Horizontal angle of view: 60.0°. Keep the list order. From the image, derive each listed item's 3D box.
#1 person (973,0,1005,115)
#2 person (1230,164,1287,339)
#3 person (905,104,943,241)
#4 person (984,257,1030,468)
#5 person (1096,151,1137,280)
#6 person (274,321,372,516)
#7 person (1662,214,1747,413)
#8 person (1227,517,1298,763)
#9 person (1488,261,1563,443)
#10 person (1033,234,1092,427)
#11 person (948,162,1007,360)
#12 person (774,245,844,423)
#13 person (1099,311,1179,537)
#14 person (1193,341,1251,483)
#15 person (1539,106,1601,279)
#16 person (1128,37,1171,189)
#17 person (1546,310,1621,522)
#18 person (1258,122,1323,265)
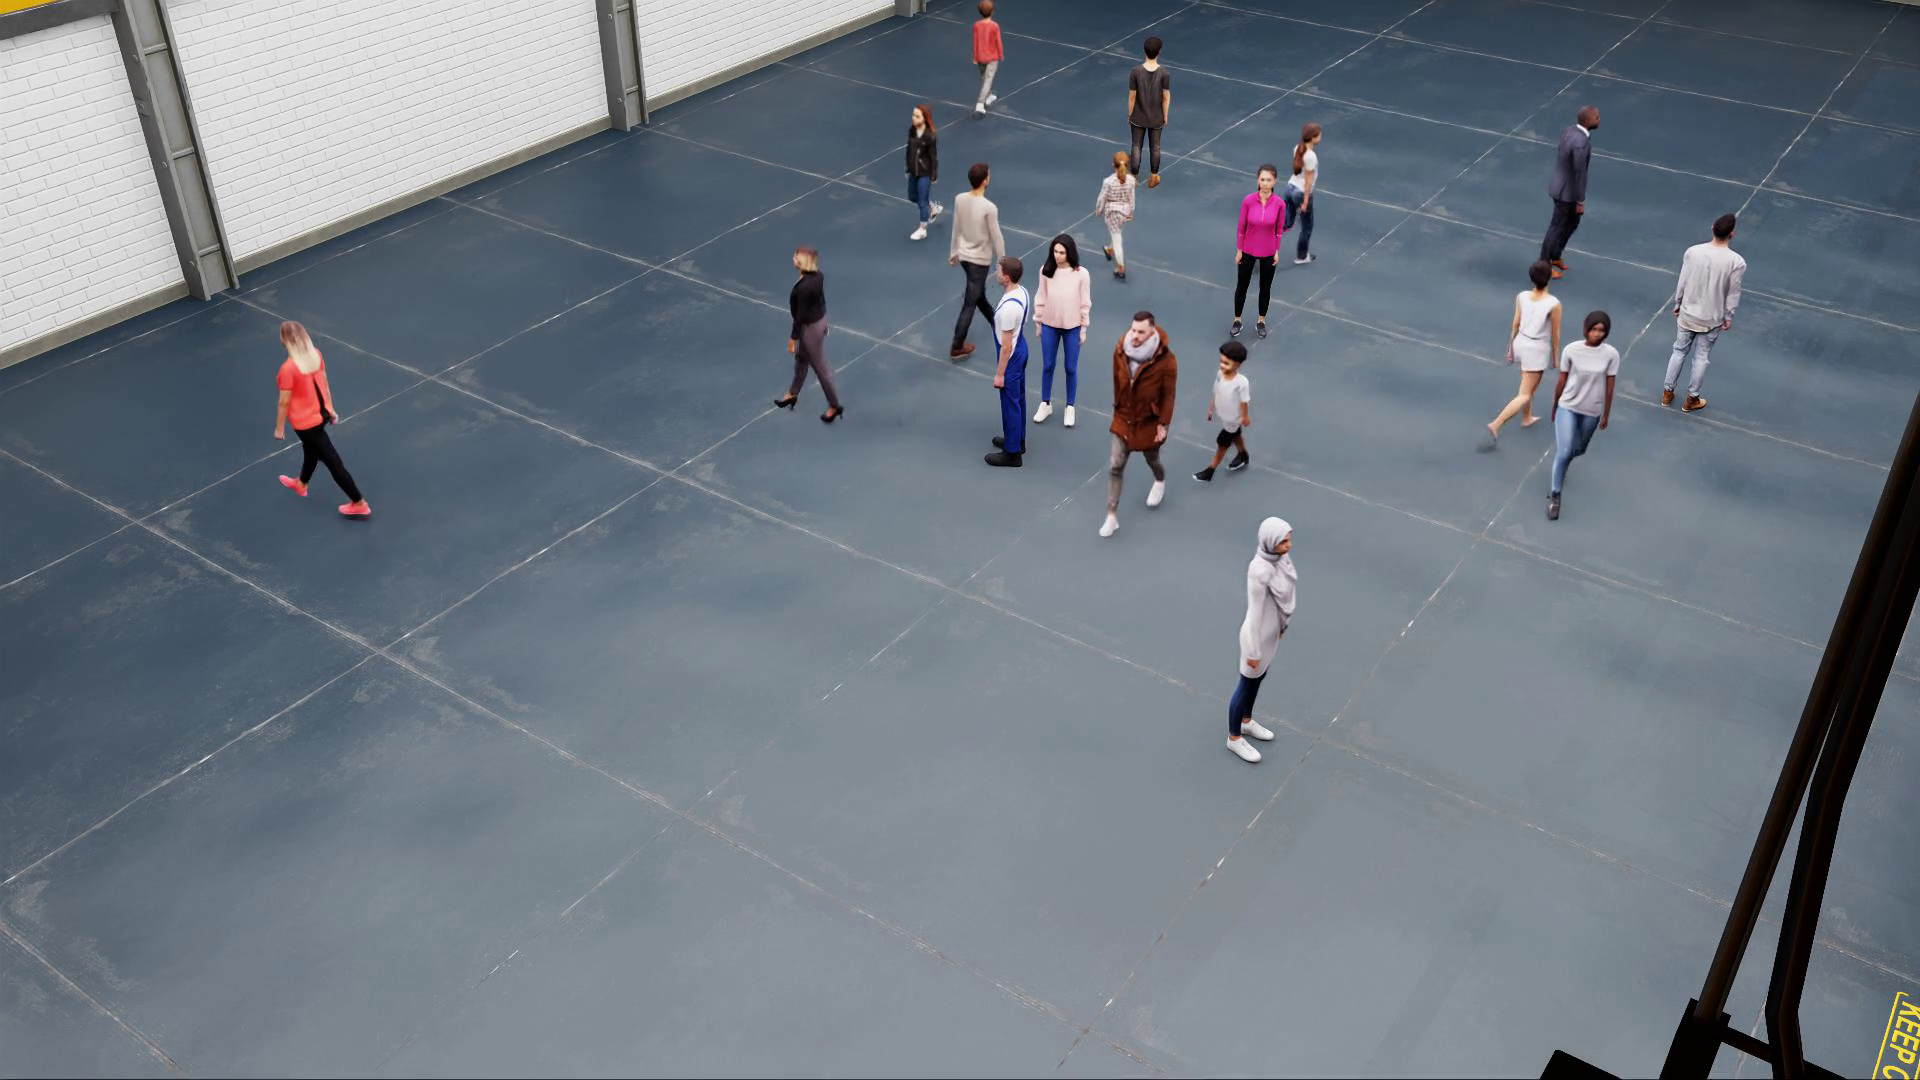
[{"bbox_3d":[0.323,-6.102,21.098,0.593,1.393,0.965,16,37,23],"label":"person"},{"bbox_3d":[2.829,-2.743,15.768,0.681,1.699,0.712,4,34,6],"label":"person"},{"bbox_3d":[-0.364,-3.969,17.817,0.795,1.472,0.643,-28,43,-36],"label":"person"},{"bbox_3d":[0.425,-1.483,13.736,0.753,1.850,0.613,10,35,14],"label":"person"},{"bbox_3d":[1.624,-3.295,16.986,0.934,1.269,0.933,-10,35,-14],"label":"person"},{"bbox_3d":[-4.989,-0.900,13.044,0.940,1.646,1.121,8,34,11],"label":"person"},{"bbox_3d":[6.480,-1.988,14.503,0.696,1.841,0.584,25,41,32],"label":"person"},{"bbox_3d":[1.927,0.610,10.655,0.684,1.775,0.484,19,38,26],"label":"person"},{"bbox_3d":[4.791,-1.567,14.095,1.081,1.591,0.822,-20,39,-27],"label":"person"},{"bbox_3d":[0.880,-1.818,14.313,0.713,1.768,0.661,9,35,13],"label":"person"},{"bbox_3d":[0.084,-2.531,15.348,0.797,1.811,1.217,28,42,35],"label":"person"},{"bbox_3d":[-1.178,-1.734,14.296,0.886,1.648,0.933,7,34,10],"label":"person"},{"bbox_3d":[1.449,-0.955,12.988,0.824,1.798,1.208,15,37,22],"label":"person"},{"bbox_3d":[2.275,-1.071,13.687,0.936,1.218,0.676,-22,40,-30],"label":"person"},{"bbox_3d":[6.060,-3.511,16.825,0.872,1.809,0.747,5,34,8],"label":"person"},{"bbox_3d":[2.143,-4.868,18.949,0.704,1.717,0.706,5,34,7],"label":"person"},{"bbox_3d":[4.924,-1.050,13.228,0.839,1.691,1.132,8,34,12],"label":"person"},{"bbox_3d":[3.435,-3.532,17.103,1.040,1.535,0.850,-14,36,-21],"label":"person"}]
